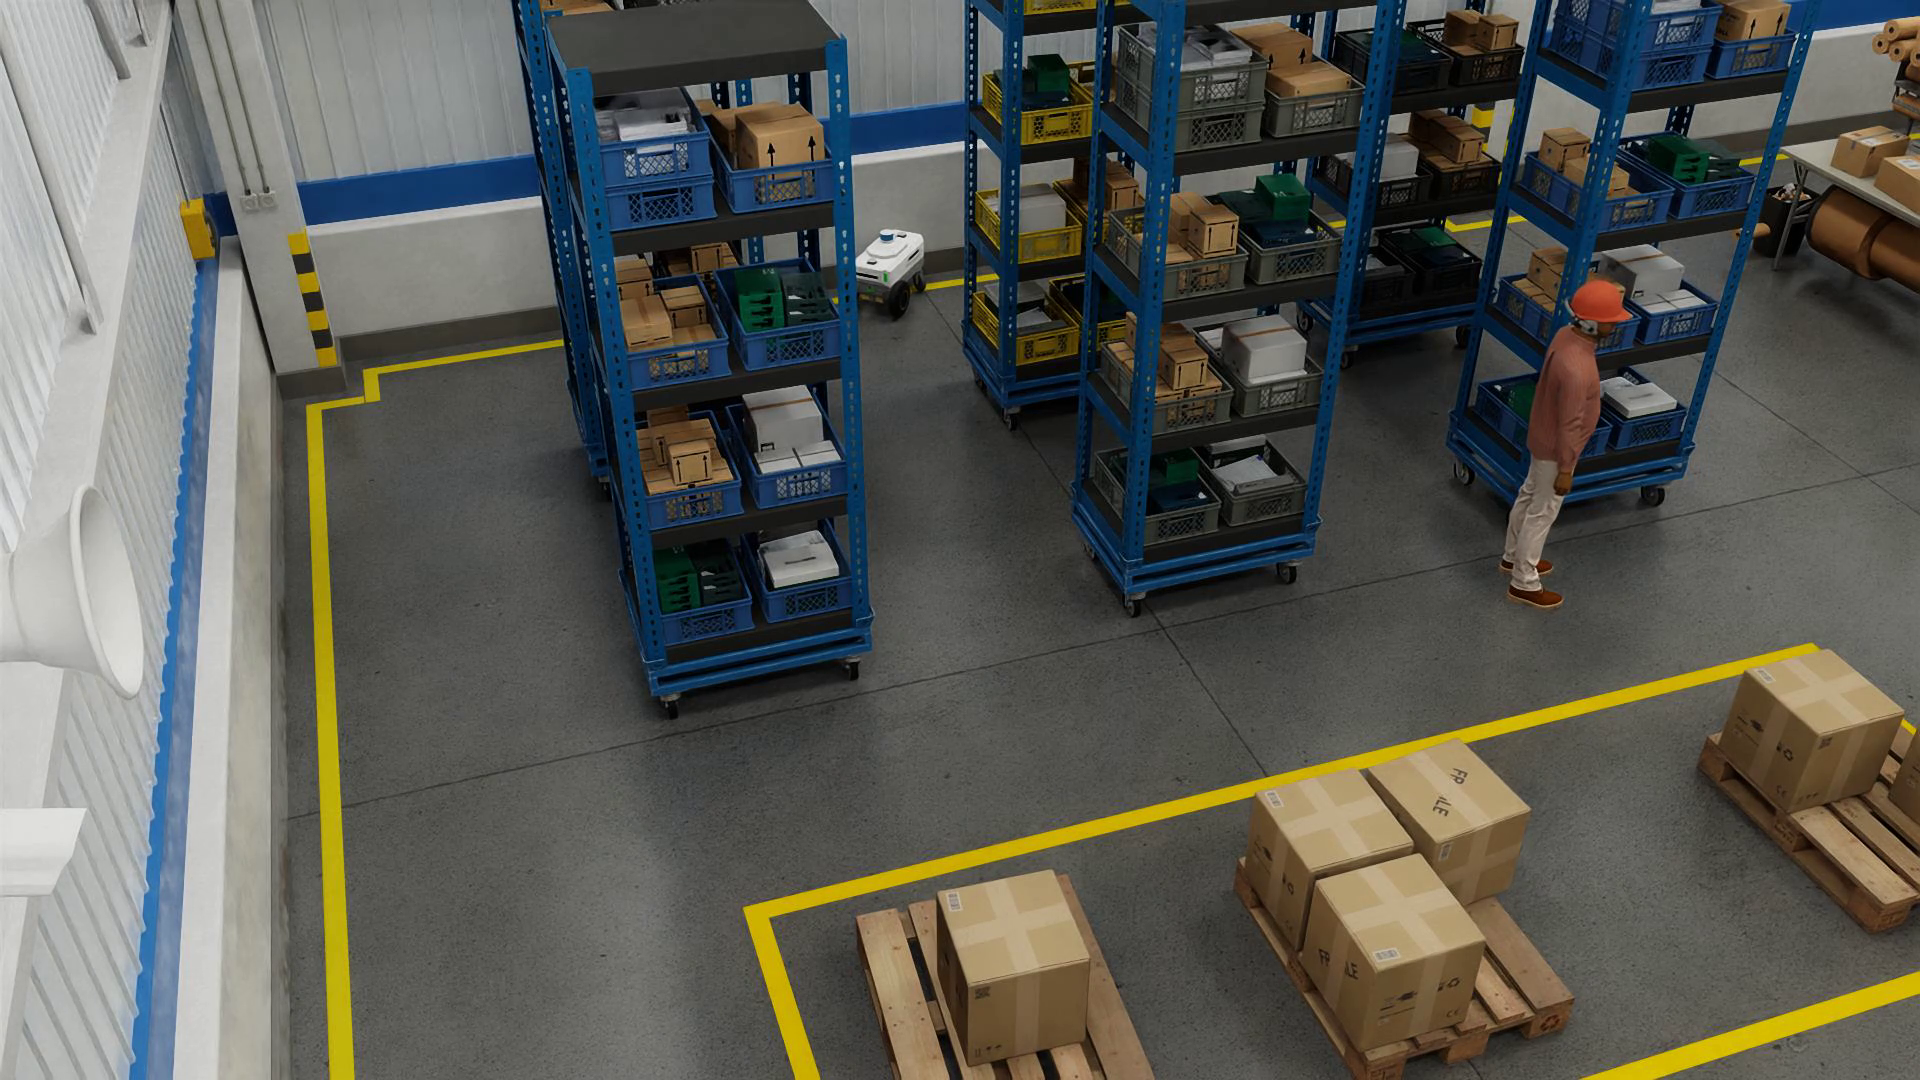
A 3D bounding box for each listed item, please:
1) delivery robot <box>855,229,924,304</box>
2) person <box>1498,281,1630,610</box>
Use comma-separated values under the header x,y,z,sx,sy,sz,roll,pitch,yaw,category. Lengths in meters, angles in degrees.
x,y,z,sx,sy,sz,roll,pitch,yaw,category
-0.554,-2.140,12.743,0.477,0.478,0.707,14,38,19,delivery robot
3.360,-0.540,9.313,0.382,1.995,0.612,5,36,7,person
